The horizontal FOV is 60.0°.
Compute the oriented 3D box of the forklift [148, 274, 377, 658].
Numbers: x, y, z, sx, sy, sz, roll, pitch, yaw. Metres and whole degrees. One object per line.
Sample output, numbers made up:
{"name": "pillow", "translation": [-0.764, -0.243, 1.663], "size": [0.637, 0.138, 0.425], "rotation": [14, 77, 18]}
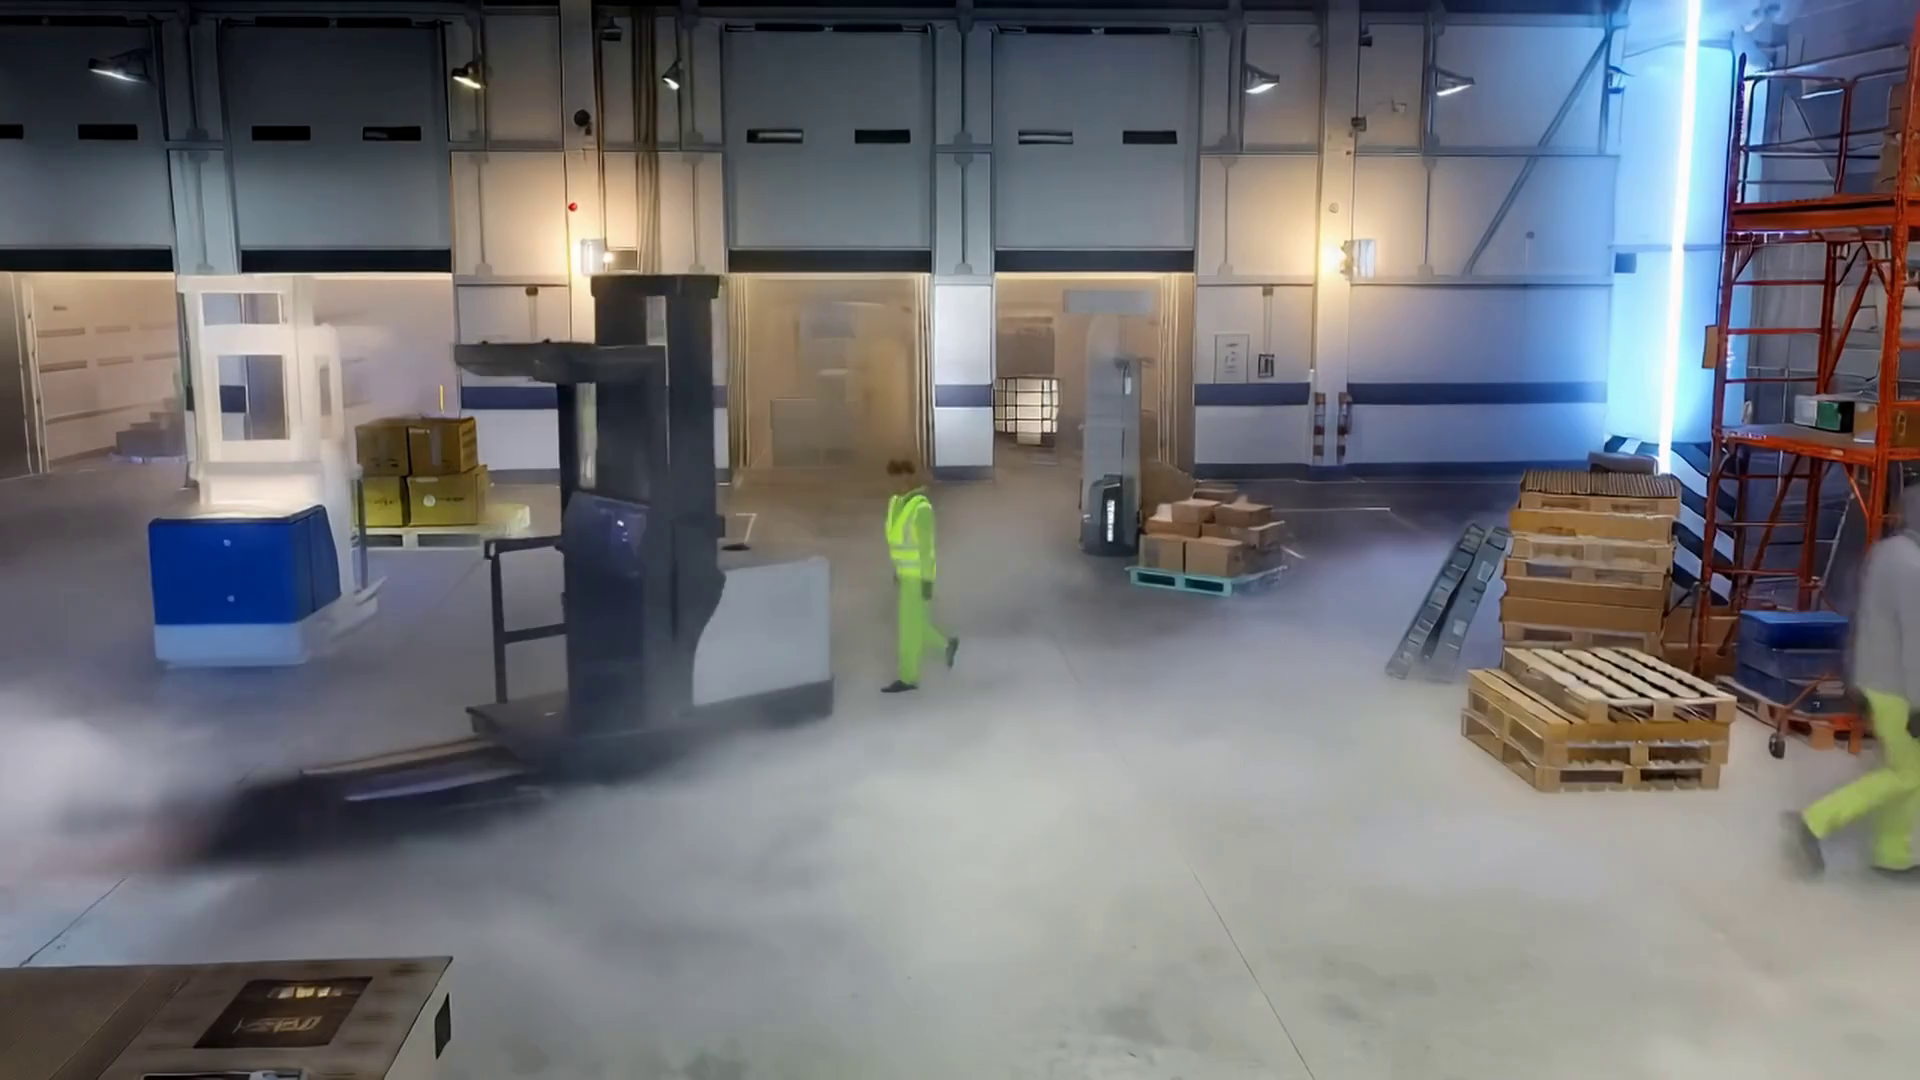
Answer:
{"name": "forklift", "translation": [-5.348, -0.627, 12.681], "size": [1.129, 2.768, 1.873], "rotation": [-1, 9, -4]}

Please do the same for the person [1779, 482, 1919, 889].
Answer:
{"name": "person", "translation": [4.194, 0.667, 7.567], "size": [0.667, 1.918, 0.625], "rotation": [3, 10, 19]}

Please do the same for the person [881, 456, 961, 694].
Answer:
{"name": "person", "translation": [-0.252, 0.222, 11.322], "size": [0.637, 1.613, 0.548], "rotation": [-5, 10, -29]}

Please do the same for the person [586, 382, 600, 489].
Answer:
{"name": "person", "translation": [-4.337, -1.401, 20.537], "size": [0.548, 1.929, 0.387], "rotation": [0, 9, 1]}

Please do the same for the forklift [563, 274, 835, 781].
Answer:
{"name": "forklift", "translation": [-1.788, -0.194, 9.965], "size": [1.873, 2.768, 1.129], "rotation": [-8, 12, -41]}

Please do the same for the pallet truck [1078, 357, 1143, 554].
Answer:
{"name": "pallet truck", "translation": [2.088, -0.836, 16.757], "size": [1.885, 1.965, 0.823], "rotation": [2, 9, 13]}
